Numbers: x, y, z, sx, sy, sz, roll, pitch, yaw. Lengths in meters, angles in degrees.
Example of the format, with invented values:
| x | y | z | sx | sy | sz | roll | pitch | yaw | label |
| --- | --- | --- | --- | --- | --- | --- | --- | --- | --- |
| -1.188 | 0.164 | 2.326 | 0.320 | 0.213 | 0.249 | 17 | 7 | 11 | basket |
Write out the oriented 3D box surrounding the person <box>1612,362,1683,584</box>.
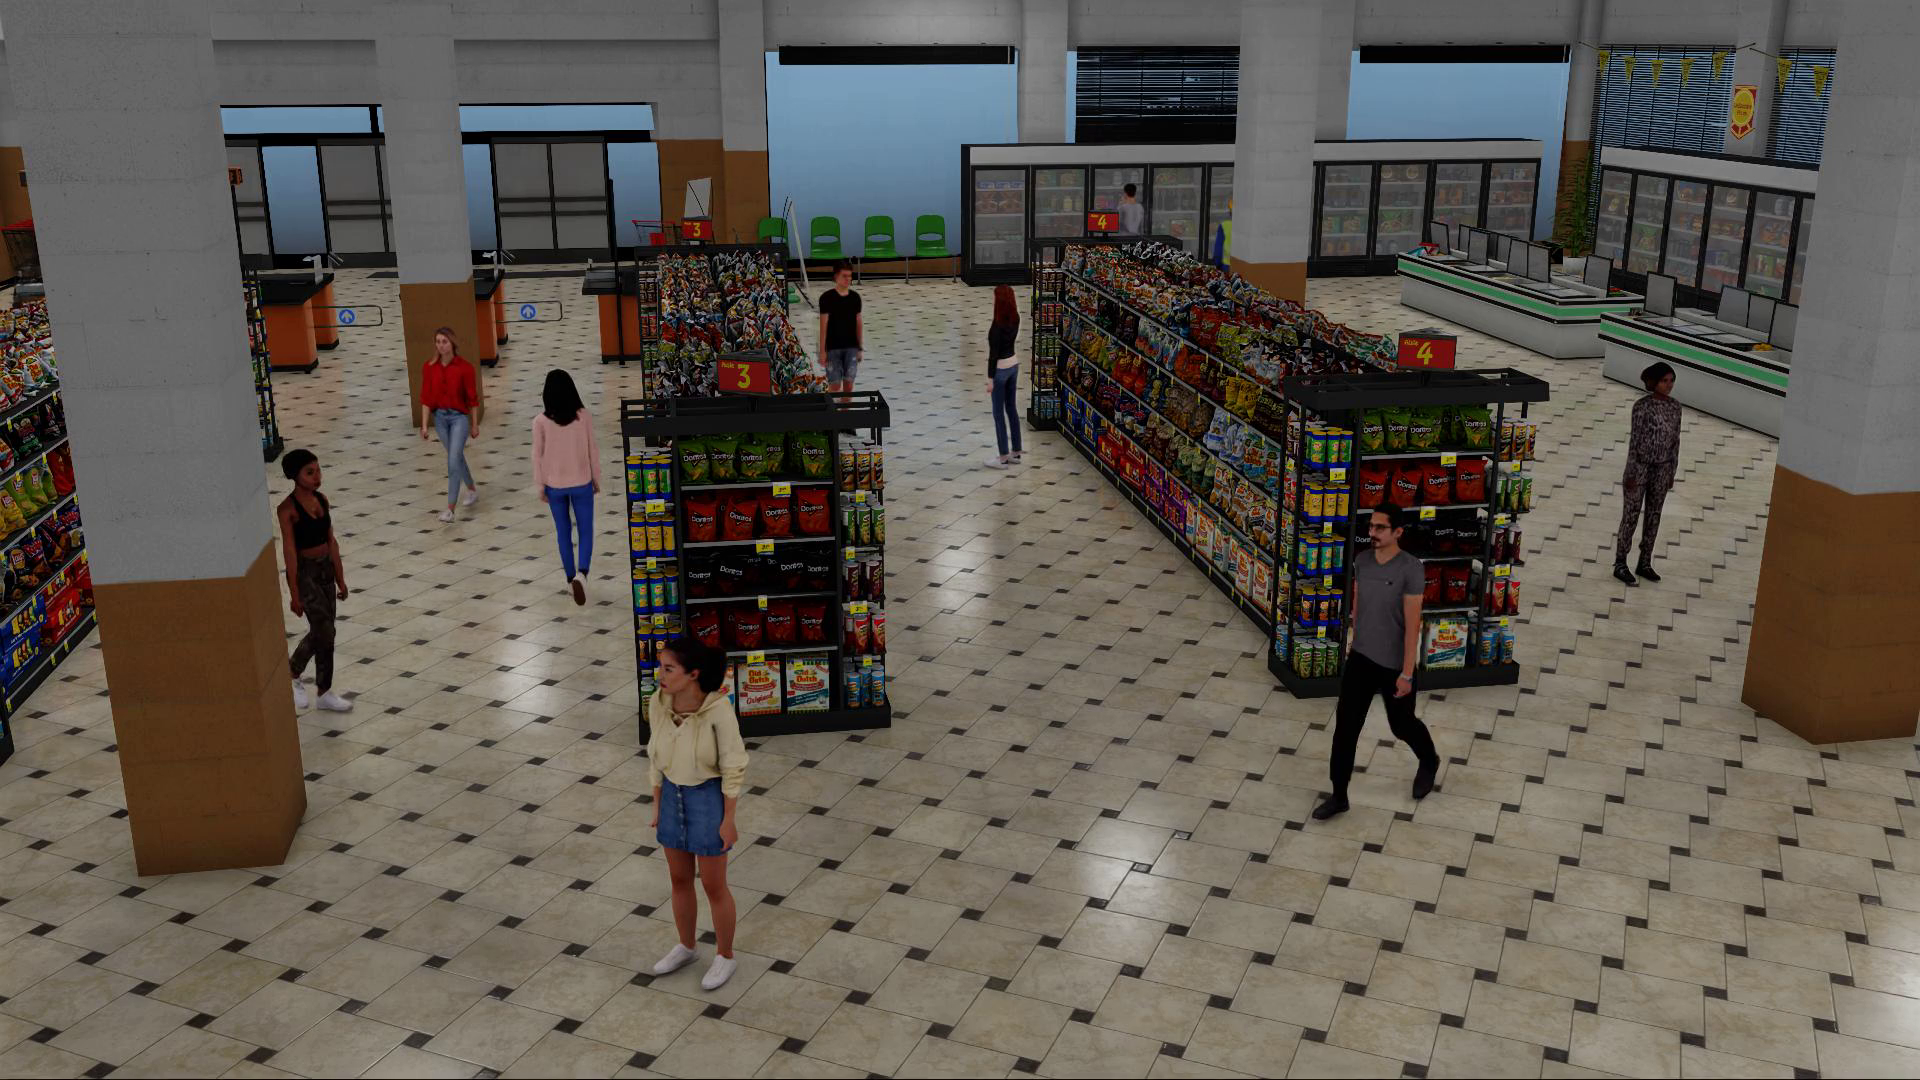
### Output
| x | y | z | sx | sy | sz | roll | pitch | yaw | label |
| --- | --- | --- | --- | --- | --- | --- | --- | --- | --- |
| 5.272 | -0.518 | 12.756 | 0.567 | 1.715 | 0.569 | -2 | 17 | -6 | person |

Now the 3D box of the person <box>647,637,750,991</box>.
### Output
| x | y | z | sx | sy | sz | roll | pitch | yaw | label |
| --- | --- | --- | --- | --- | --- | --- | --- | --- | --- |
| -1.159 | 1.180 | 7.307 | 0.713 | 1.630 | 0.748 | 9 | 19 | 27 | person |

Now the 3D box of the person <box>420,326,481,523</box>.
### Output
| x | y | z | sx | sy | sz | roll | pitch | yaw | label |
| --- | --- | --- | --- | --- | --- | --- | --- | --- | --- |
| -4.402 | -1.009 | 14.477 | 0.829 | 1.652 | 1.209 | 1 | 17 | 4 | person |

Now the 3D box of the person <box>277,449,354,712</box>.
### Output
| x | y | z | sx | sy | sz | roll | pitch | yaw | label |
| --- | --- | --- | --- | --- | --- | --- | --- | --- | --- |
| -4.062 | 0.255 | 10.255 | 0.777 | 1.687 | 0.737 | 6 | 18 | 18 | person |

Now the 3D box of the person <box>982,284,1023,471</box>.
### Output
| x | y | z | sx | sy | sz | roll | pitch | yaw | label |
| --- | --- | --- | --- | --- | --- | --- | --- | --- | --- |
| 0.427 | -1.593 | 16.171 | 0.705 | 1.786 | 0.633 | 10 | 19 | 29 | person |

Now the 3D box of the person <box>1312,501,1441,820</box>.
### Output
| x | y | z | sx | sy | sz | roll | pitch | yaw | label |
| --- | --- | --- | --- | --- | --- | --- | --- | --- | --- |
| 2.323 | 0.638 | 8.910 | 1.079 | 1.736 | 1.135 | -16 | 23 | -42 | person |

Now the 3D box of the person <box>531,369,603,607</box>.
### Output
| x | y | z | sx | sy | sz | roll | pitch | yaw | label |
| --- | --- | --- | --- | --- | --- | --- | --- | --- | --- |
| -2.854 | -0.308 | 12.183 | 0.643 | 1.645 | 1.027 | -4 | 17 | -12 | person |

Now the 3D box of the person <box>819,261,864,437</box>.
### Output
| x | y | z | sx | sy | sz | roll | pitch | yaw | label |
| --- | --- | --- | --- | --- | --- | --- | --- | --- | --- |
| -1.293 | -2.013 | 17.474 | 0.816 | 1.834 | 0.937 | -9 | 19 | -28 | person |

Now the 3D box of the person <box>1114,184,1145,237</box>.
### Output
| x | y | z | sx | sy | sz | roll | pitch | yaw | label |
| --- | --- | --- | --- | --- | --- | --- | --- | --- | --- |
| 2.700 | -4.654 | 26.168 | 0.729 | 1.835 | 0.814 | -8 | 18 | -23 | person |
